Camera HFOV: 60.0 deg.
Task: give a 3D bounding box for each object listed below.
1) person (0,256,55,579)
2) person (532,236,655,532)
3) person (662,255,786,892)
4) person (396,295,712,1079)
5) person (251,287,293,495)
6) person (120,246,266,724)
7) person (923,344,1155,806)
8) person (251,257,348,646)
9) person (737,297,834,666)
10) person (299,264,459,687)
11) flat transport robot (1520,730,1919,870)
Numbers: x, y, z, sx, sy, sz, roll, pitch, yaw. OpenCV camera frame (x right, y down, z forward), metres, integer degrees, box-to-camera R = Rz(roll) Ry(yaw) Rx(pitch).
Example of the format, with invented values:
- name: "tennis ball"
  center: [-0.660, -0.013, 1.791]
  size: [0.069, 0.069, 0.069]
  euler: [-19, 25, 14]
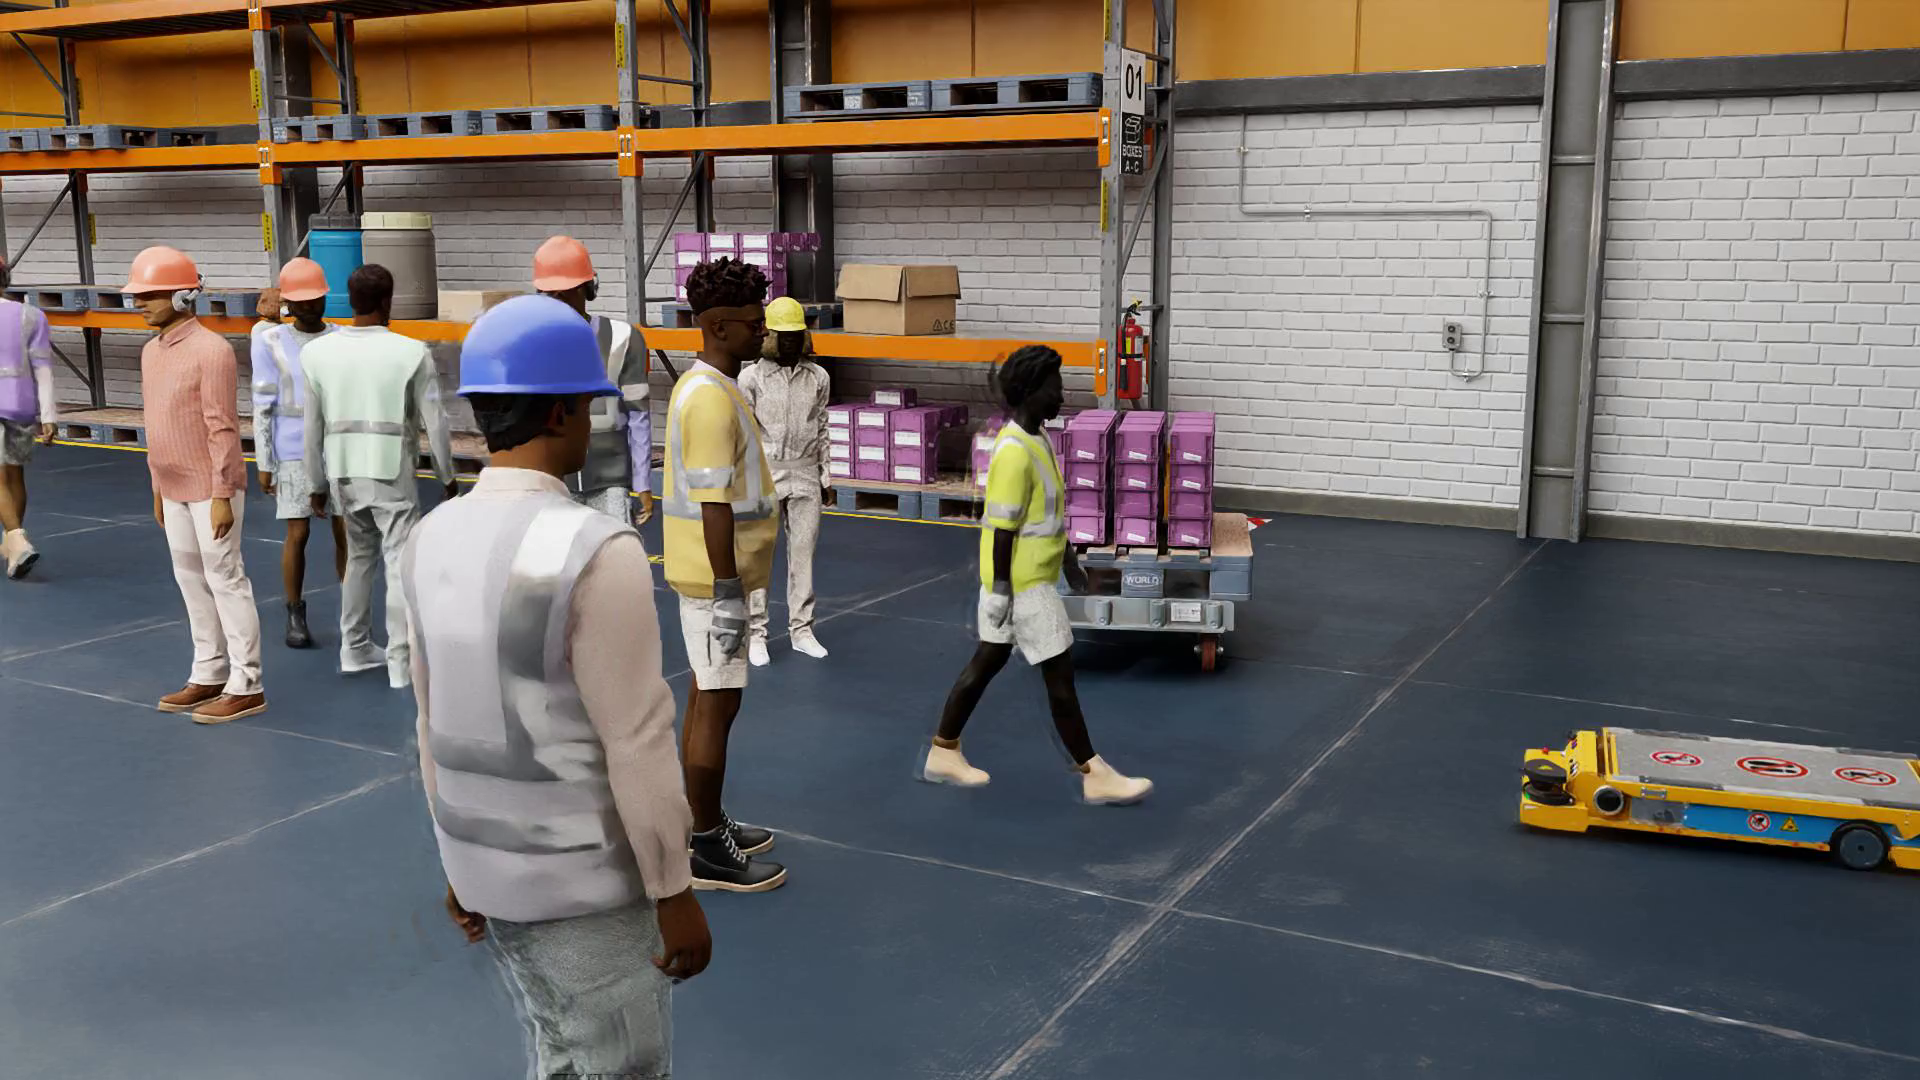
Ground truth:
- name: "person"
  center: [-5.775, -0.778, 10.018]
  size: [0.621, 1.989, 1.042]
  euler: [-8, 13, -39]
- name: "person"
  center: [-1.605, -0.253, 7.009]
  size: [0.624, 2.028, 0.410]
  euler: [-1, 10, -8]
- name: "person"
  center: [-0.744, 0.103, 5.209]
  size: [0.364, 1.964, 0.612]
  euler: [-2, 11, -11]
- name: "person"
  center: [-0.732, 0.549, 2.870]
  size: [0.634, 1.926, 0.779]
  euler: [10, 14, 44]
- name: "person"
  center: [-5.356, -1.170, 13.106]
  size: [0.284, 1.633, 0.500]
  euler: [2, 10, 10]
- name: "person"
  center: [-3.220, -0.221, 6.957]
  size: [0.608, 1.987, 0.410]
  euler: [7, 13, 35]
- name: "person"
  center: [0.249, 0.125, 5.961]
  size: [0.859, 1.648, 0.537]
  euler: [1, 10, 6]
- name: "person"
  center: [-3.141, -0.431, 8.249]
  size: [0.650, 1.924, 0.418]
  euler: [-7, 13, -35]
- name: "person"
  center: [-0.821, -0.277, 7.906]
  size: [0.492, 1.742, 0.324]
  euler: [-6, 12, -30]
- name: "person"
  center: [-2.605, -0.285, 7.521]
  size: [0.615, 1.902, 0.579]
  euler: [1, 10, 8]
- name: "flat transport robot"
  center: [2.685, 0.862, 5.699]
  size: [1.431, 0.197, 0.652]
  euler: [4, 11, 19]
